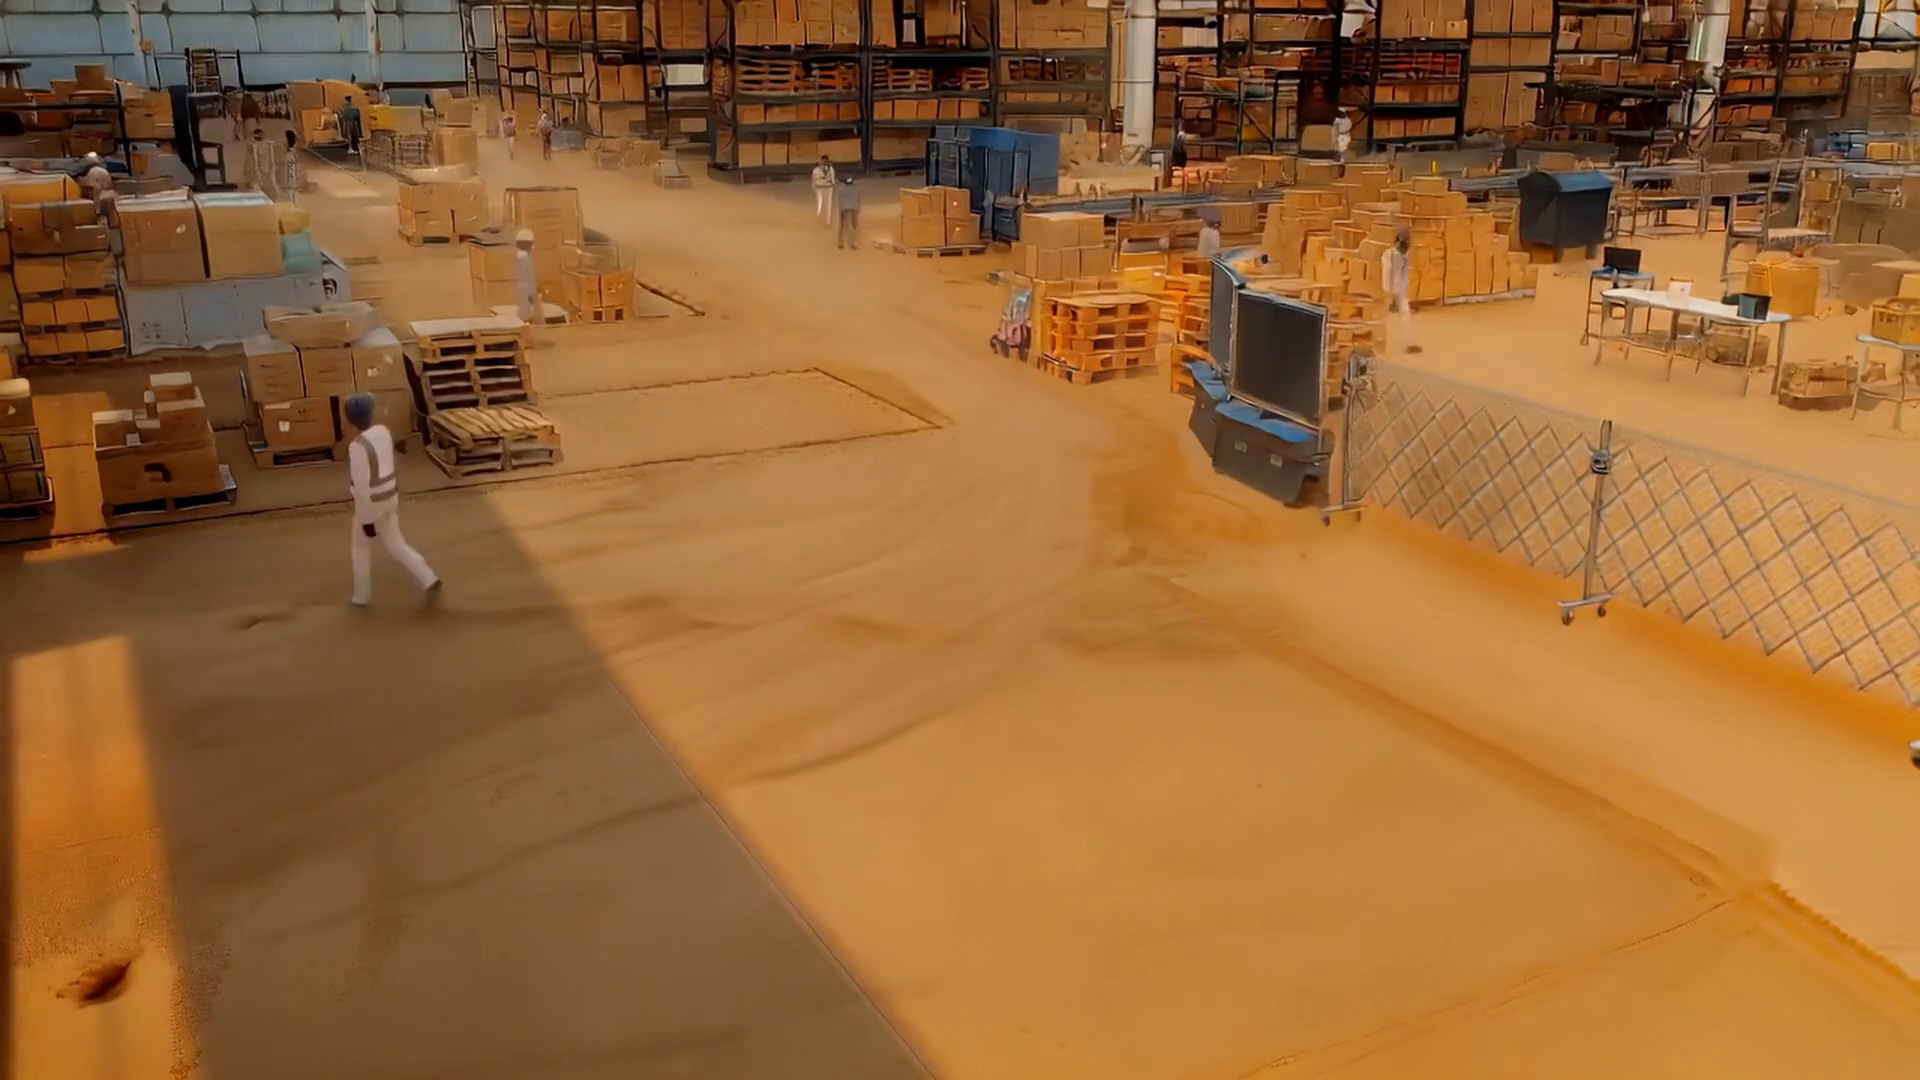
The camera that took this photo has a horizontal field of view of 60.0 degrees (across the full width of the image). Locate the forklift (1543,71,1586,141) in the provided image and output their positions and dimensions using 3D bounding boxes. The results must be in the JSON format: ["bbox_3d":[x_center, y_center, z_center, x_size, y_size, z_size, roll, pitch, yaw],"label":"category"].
[{"bbox_3d":[18.685,-13.231,52.085,1.873,2.768,1.129,-9,20,-26],"label":"forklift"}]

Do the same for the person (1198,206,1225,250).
[{"bbox_3d":[3.773,-4.001,24.783,0.610,1.958,0.651,6,19,18],"label":"person"}]

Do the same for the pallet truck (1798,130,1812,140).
[{"bbox_3d":[25.526,-11.556,49.408,1.630,1.274,0.653,-9,20,-26],"label":"pallet truck"}]

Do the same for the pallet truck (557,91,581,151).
[{"bbox_3d":[-13.495,-14.412,57.188,0.823,1.965,1.885,-3,18,-9],"label":"pallet truck"}]

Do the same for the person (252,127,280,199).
[{"bbox_3d":[-17.615,-9.492,42.086,0.487,1.855,0.521,7,19,20],"label":"person"}]

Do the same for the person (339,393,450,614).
[{"bbox_3d":[-4.637,-0.278,13.349,0.864,1.861,0.574,4,18,12],"label":"person"}]

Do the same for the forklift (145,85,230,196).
[{"bbox_3d":[-20.060,-10.286,42.903,1.873,2.768,1.129,-9,20,-26],"label":"forklift"}]

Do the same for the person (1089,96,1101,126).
[{"bbox_3d":[4.905,-15.257,60.374,0.545,1.642,0.884,-8,19,-23],"label":"person"}]

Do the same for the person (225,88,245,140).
[{"bbox_3d":[-26.985,-15.891,61.978,0.642,1.895,1.000,-15,23,-39],"label":"person"}]

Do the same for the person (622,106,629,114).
[{"bbox_3d":[-12.443,-15.606,61.162,0.626,1.844,0.429,-13,22,-34],"label":"person"}]

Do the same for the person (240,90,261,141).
[{"bbox_3d":[-25.359,-15.109,59.457,0.640,1.948,1.032,-14,23,-37],"label":"person"}]

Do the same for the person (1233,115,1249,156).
[{"bbox_3d":[7.803,-10.815,46.123,0.506,1.911,0.540,-7,19,-22],"label":"person"}]

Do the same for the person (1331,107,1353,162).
[{"bbox_3d":[11.122,-11.595,48.425,0.626,1.995,1.038,-8,19,-24],"label":"person"}]

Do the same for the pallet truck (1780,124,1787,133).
[{"bbox_3d":[25.206,-12.542,52.601,1.601,1.201,0.680,0,18,-2],"label":"pallet truck"}]

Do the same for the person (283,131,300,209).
[{"bbox_3d":[-15.844,-8.709,39.482,0.373,1.958,0.601,-5,19,-16],"label":"person"}]

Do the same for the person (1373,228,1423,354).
[{"bbox_3d":[6.197,-3.543,23.659,0.614,1.778,0.947,-11,21,-31],"label":"person"}]

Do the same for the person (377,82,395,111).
[{"bbox_3d":[-22.859,-17.286,66.308,0.806,1.888,0.575,16,24,40],"label":"person"}]

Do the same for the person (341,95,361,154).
[{"bbox_3d":[-20.501,-13.986,55.968,0.629,1.931,0.374,10,20,28],"label":"person"}]

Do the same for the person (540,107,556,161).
[{"bbox_3d":[-13.251,-13.024,53.351,0.319,1.693,0.532,-15,23,-39],"label":"person"}]

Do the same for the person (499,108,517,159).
[{"bbox_3d":[-14.592,-13.115,53.736,0.530,1.623,0.499,-2,18,-7],"label":"person"}]

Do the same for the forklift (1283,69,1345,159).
[{"bbox_3d":[11.615,-13.871,54.079,1.129,2.768,1.873,-9,20,-27],"label":"forklift"}]

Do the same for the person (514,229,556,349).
[{"bbox_3d":[-6.156,-3.593,23.919,0.716,1.718,0.497,-3,18,-8],"label":"person"}]

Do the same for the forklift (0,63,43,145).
[{"bbox_3d":[-34.234,-15.639,59.592,1.129,2.768,1.873,3,18,9],"label":"forklift"}]

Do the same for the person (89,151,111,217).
[{"bbox_3d":[-17.560,-6.994,34.165,0.375,1.934,0.547,3,18,8],"label":"person"}]

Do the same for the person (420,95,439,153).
[{"bbox_3d":[-17.980,-14.097,56.355,0.594,1.903,0.682,-15,23,-38],"label":"person"}]

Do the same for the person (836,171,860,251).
[{"bbox_3d":[-2.247,-6.644,33.605,0.536,1.598,0.730,-8,19,-22],"label":"person"}]

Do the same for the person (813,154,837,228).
[{"bbox_3d":[-2.999,-7.758,37.039,0.531,1.624,0.370,-8,19,-23],"label":"person"}]
